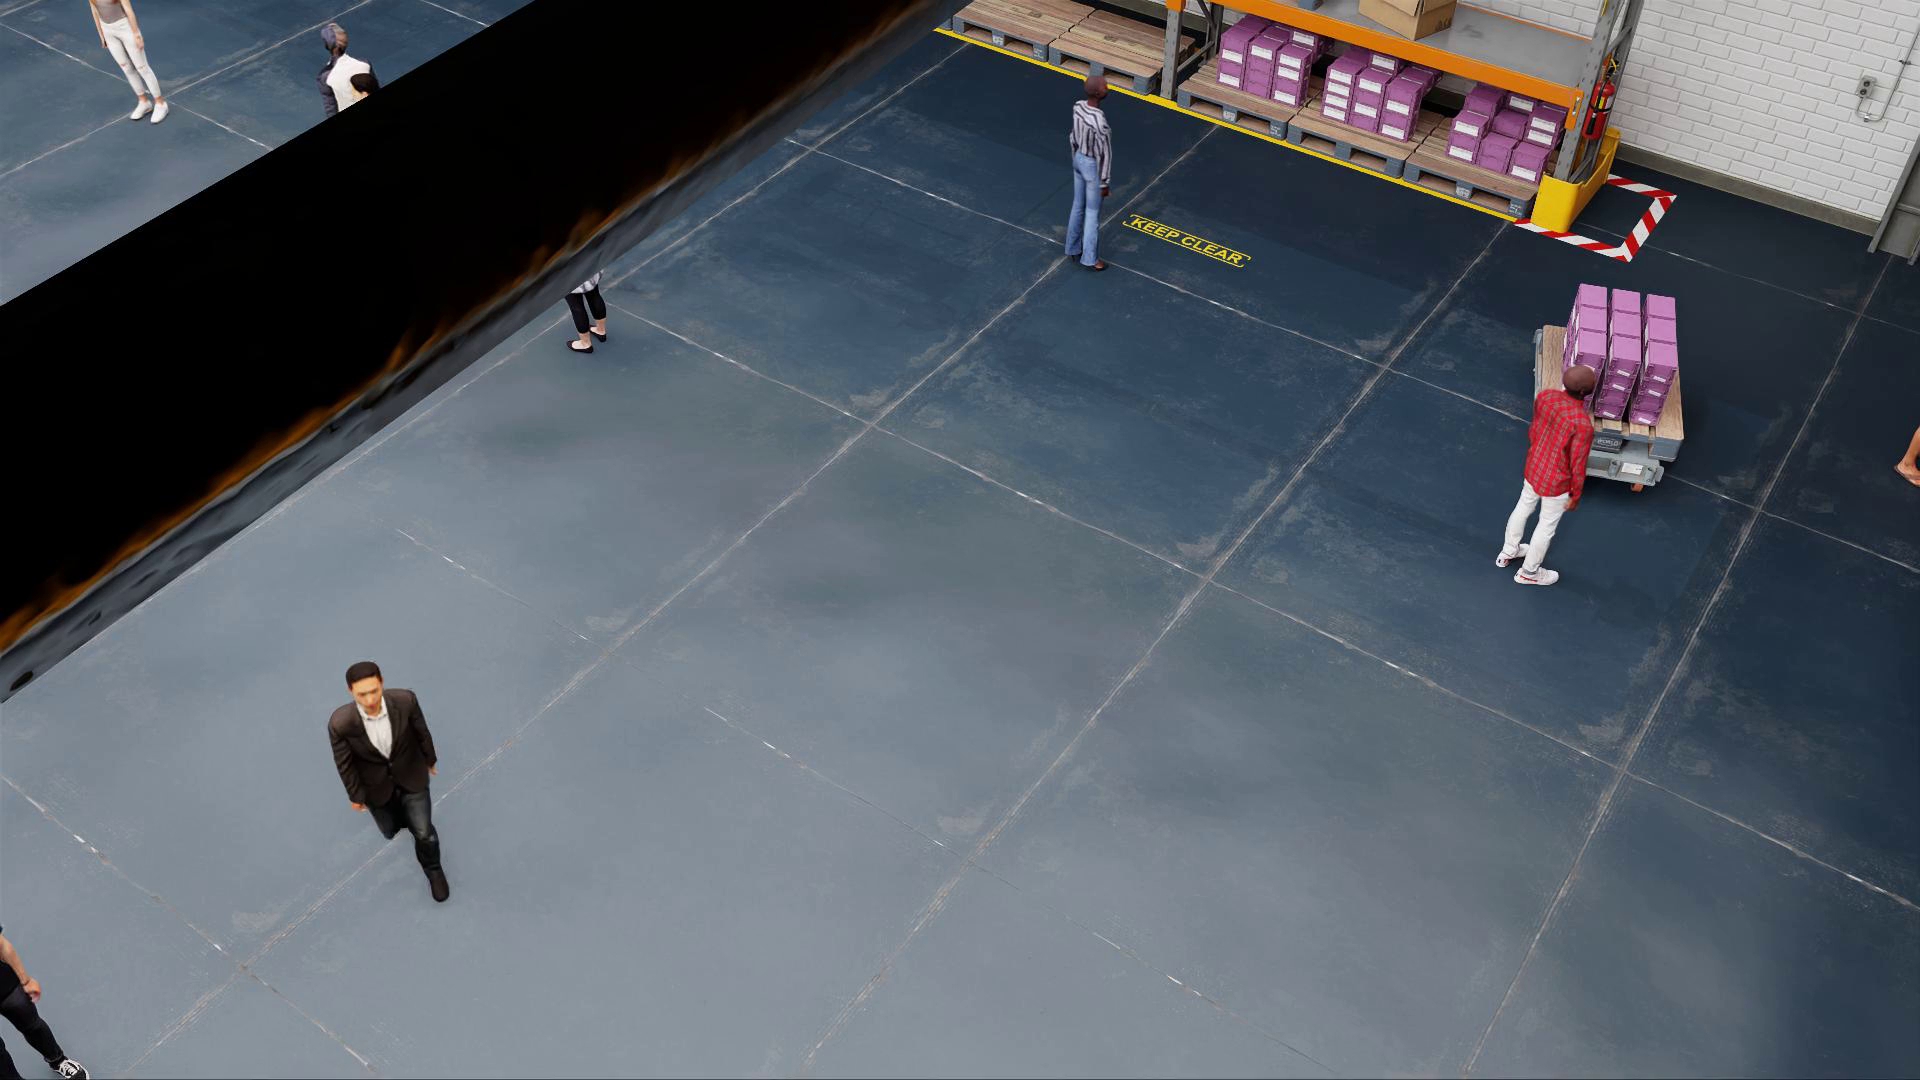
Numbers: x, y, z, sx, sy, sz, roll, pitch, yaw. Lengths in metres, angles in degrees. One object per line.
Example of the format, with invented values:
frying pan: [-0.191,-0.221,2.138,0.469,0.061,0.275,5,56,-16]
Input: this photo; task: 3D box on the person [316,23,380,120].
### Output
person: [-5.246,-3.590,14.522,0.741,1.891,0.667,-32,52,-29]

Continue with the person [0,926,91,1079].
person: [-4.945,2.287,8.392,0.570,1.836,0.657,33,52,29]

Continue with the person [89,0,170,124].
person: [-8.053,-4.872,15.993,0.596,1.717,0.722,7,44,8]

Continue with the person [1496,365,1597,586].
person: [4.008,-0.456,11.283,0.817,1.820,0.705,-17,46,-17]

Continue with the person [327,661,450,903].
person: [-3.255,1.294,9.473,0.950,1.783,1.096,-20,47,-19]

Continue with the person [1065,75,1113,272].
person: [1.099,-3.107,14.083,0.754,1.796,0.615,-21,48,-21]
